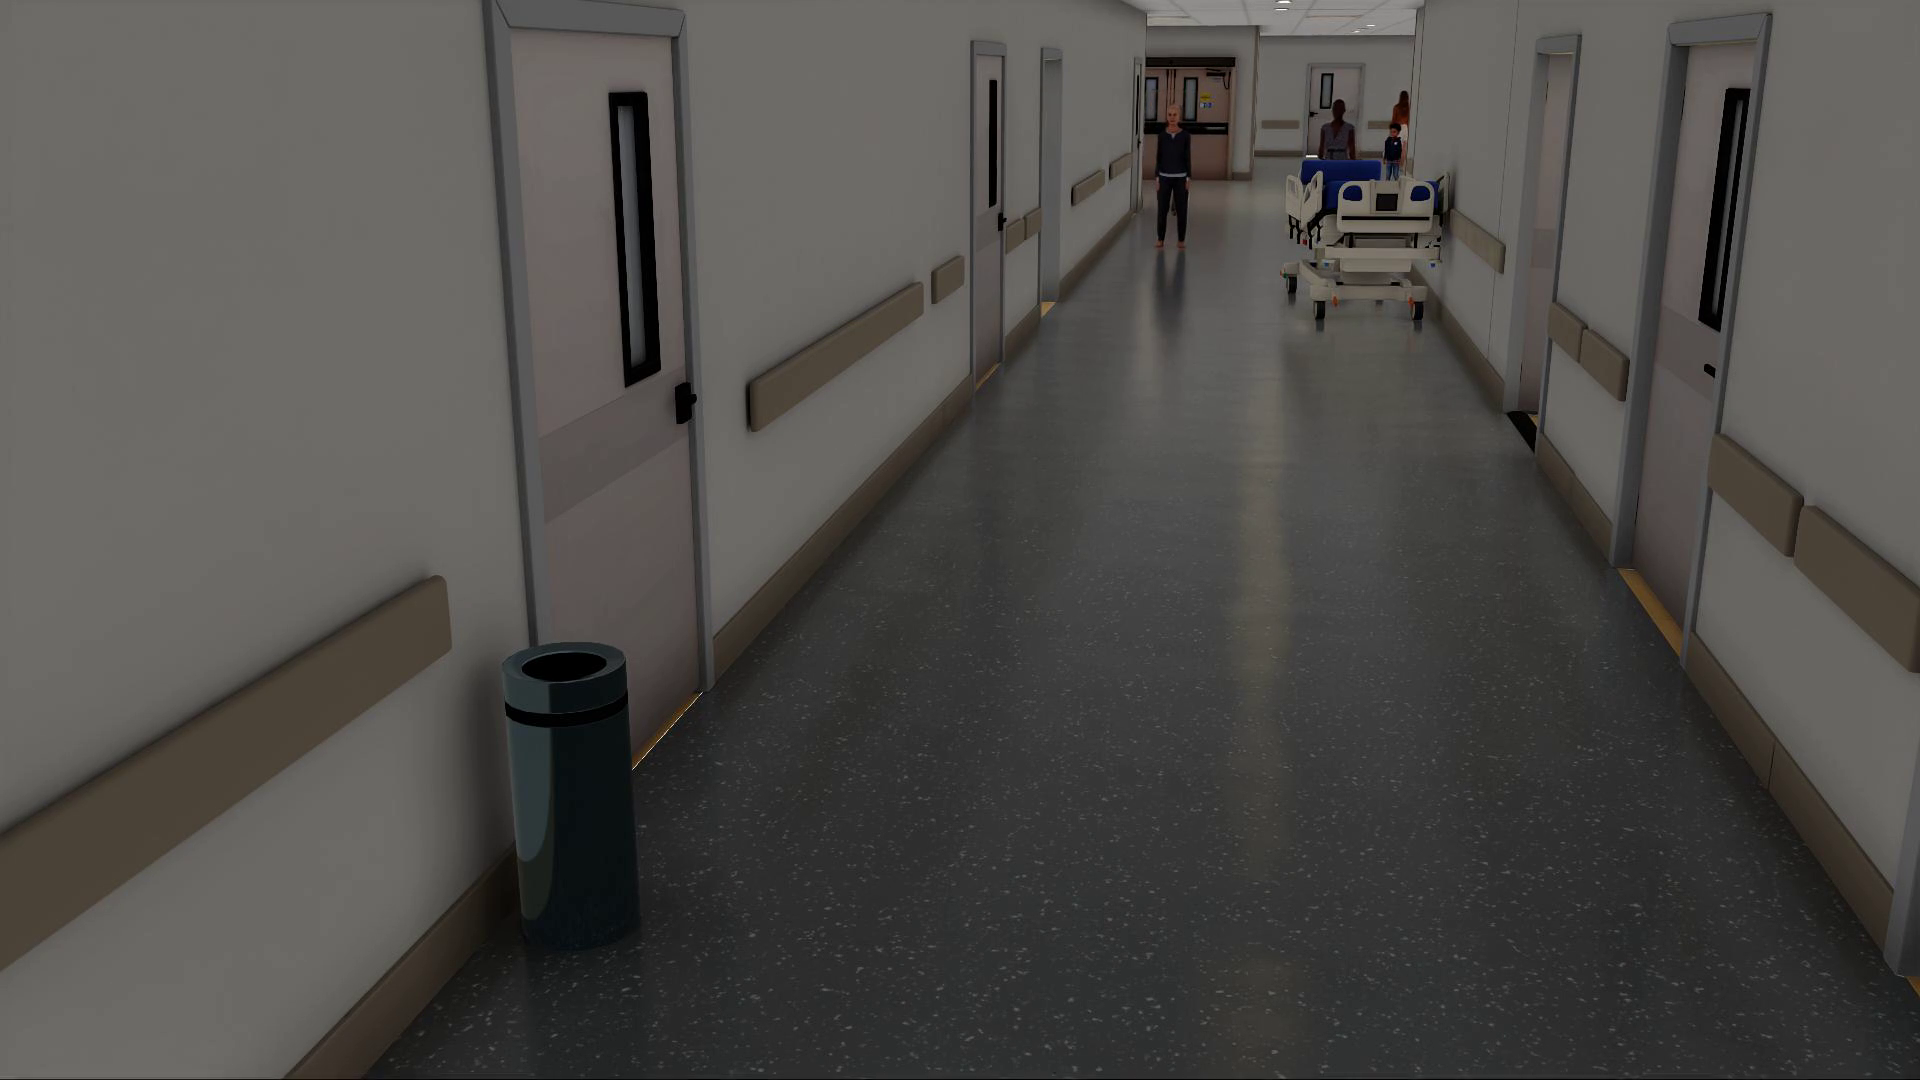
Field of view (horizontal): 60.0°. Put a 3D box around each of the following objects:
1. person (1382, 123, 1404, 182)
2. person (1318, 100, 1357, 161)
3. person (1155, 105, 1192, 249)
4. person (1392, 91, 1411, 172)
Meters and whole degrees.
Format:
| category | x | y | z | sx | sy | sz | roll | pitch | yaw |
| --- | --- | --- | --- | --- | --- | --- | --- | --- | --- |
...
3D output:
| category | x | y | z | sx | sy | sz | roll | pitch | yaw |
| --- | --- | --- | --- | --- | --- | --- | --- | --- | --- |
| person | 7.833 | -6.913 | 30.065 | 0.532 | 1.222 | 0.638 | 12 | 20 | 36 |
| person | 4.630 | -4.464 | 20.397 | 1.119 | 1.756 | 0.844 | 6 | 17 | 20 |
| person | 2.640 | -4.505 | 20.595 | 0.454 | 1.726 | 0.656 | 3 | 16 | 11 |
| person | 9.641 | -8.884 | 36.206 | 0.973 | 1.684 | 0.756 | 5 | 16 | 16 |
